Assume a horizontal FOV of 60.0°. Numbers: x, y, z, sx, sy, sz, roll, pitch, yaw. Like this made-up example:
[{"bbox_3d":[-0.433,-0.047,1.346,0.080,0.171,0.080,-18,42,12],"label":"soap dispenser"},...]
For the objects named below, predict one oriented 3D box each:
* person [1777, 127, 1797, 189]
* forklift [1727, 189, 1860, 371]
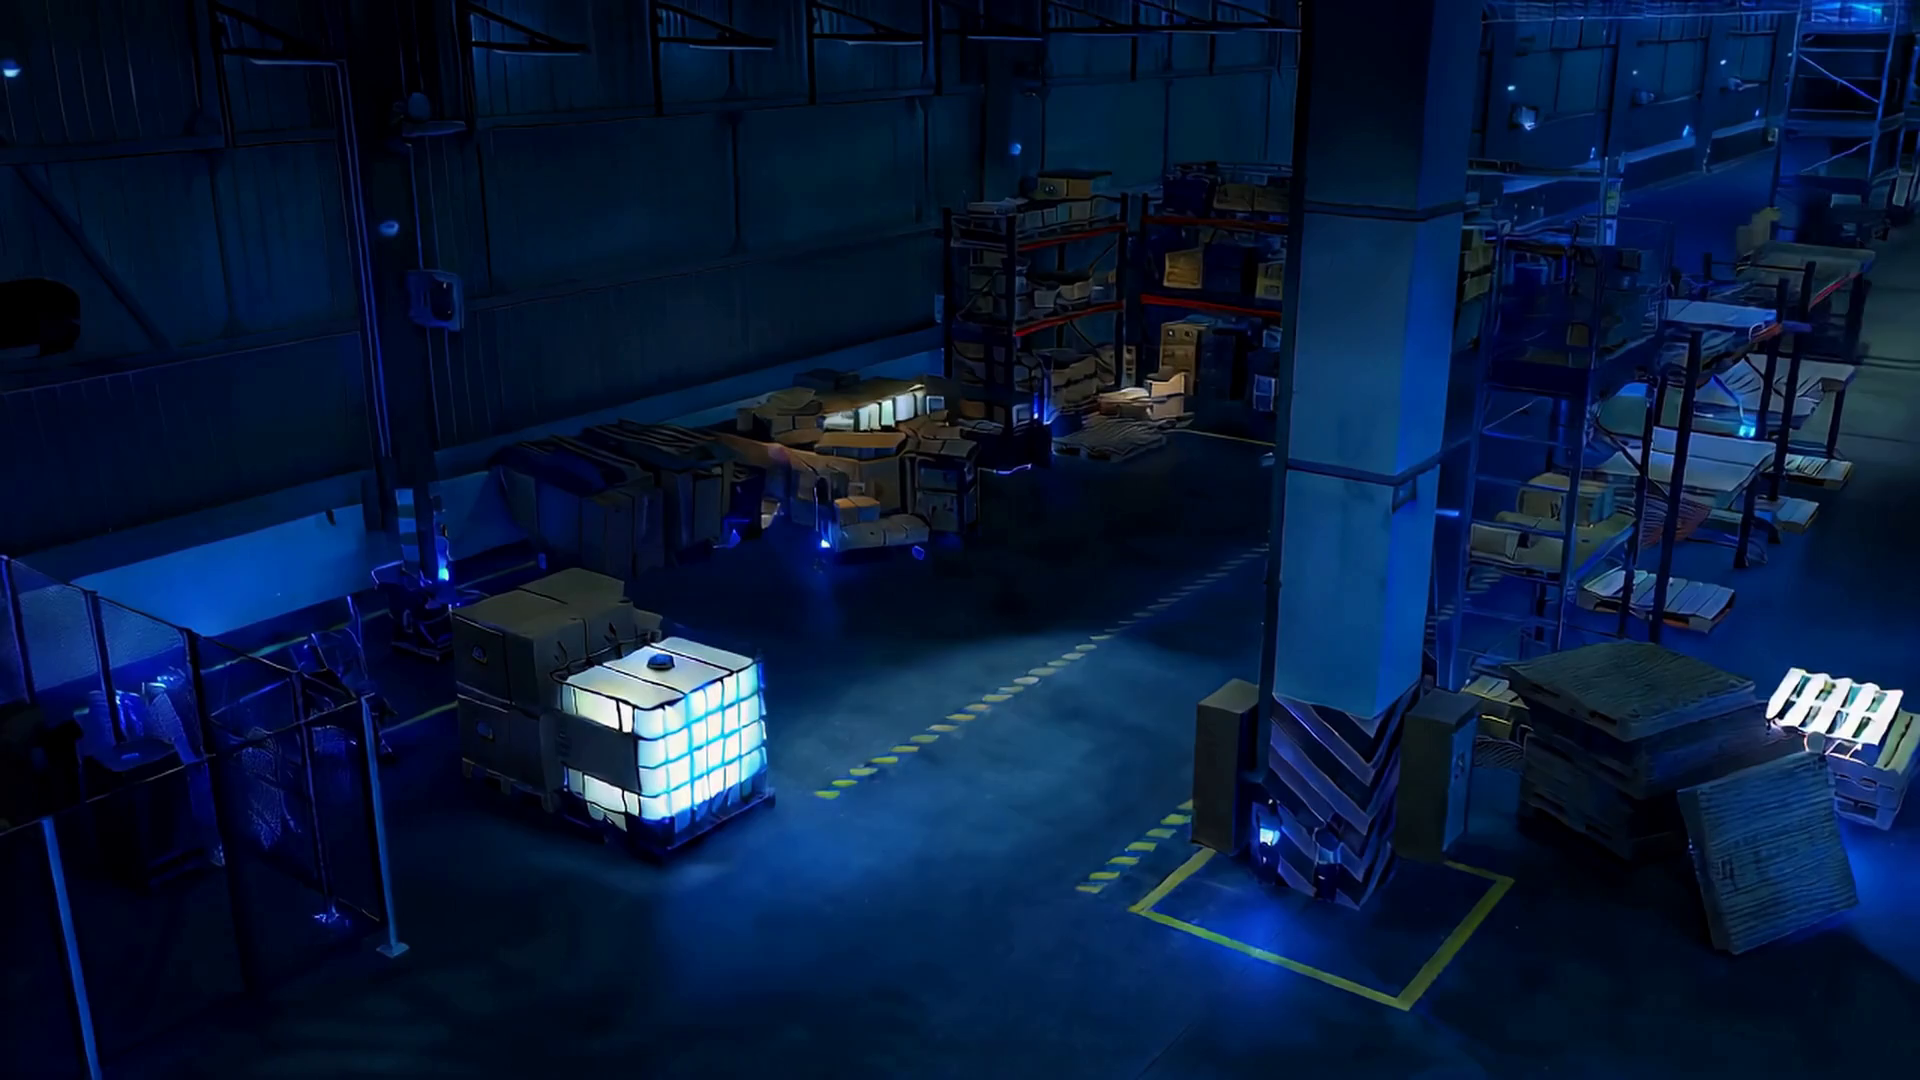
[{"bbox_3d":[25.630,-11.802,51.340,0.813,1.874,0.647,-8,20,-22],"label":"person"},{"bbox_3d":[13.127,-4.028,25.947,1.873,2.768,1.129,13,22,34],"label":"forklift"}]
